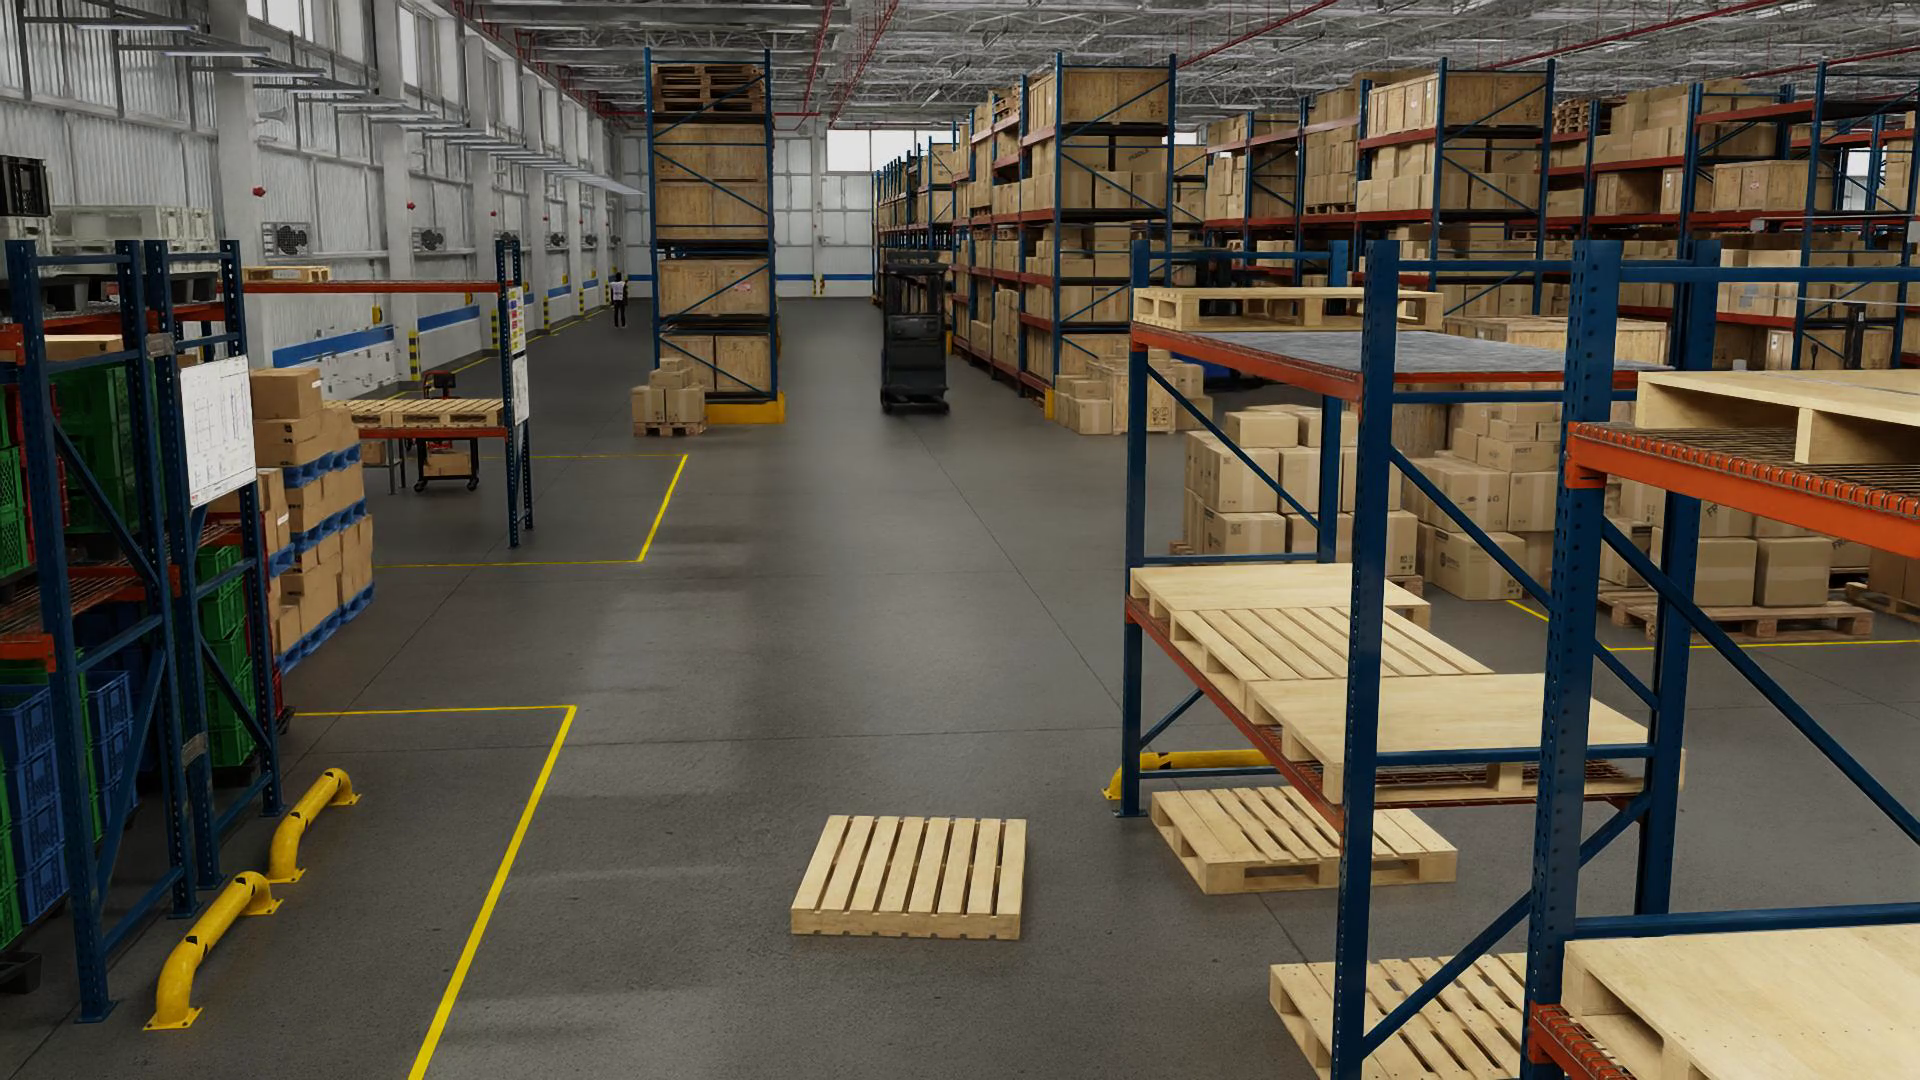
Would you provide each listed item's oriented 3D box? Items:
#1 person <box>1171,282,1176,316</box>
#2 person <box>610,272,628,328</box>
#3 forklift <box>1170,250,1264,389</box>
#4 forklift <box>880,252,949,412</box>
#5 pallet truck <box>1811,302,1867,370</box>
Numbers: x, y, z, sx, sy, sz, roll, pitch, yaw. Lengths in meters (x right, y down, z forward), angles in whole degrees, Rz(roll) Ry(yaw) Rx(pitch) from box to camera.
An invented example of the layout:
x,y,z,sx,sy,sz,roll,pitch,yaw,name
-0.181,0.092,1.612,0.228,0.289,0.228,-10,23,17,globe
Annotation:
x,y,z,sx,sy,sz,roll,pitch,yaw,name
6.441,-6.855,49.889,0.906,1.814,0.572,-1,10,-4,person
-11.755,-8.259,57.363,0.599,1.917,0.377,2,10,12,person
5.069,-4.445,33.565,1.873,2.768,1.129,-5,11,-25,forklift
-0.854,-3.781,29.884,1.129,2.768,1.873,-1,10,-6,forklift
15.846,-3.142,28.793,1.885,1.965,0.823,2,10,12,pallet truck
